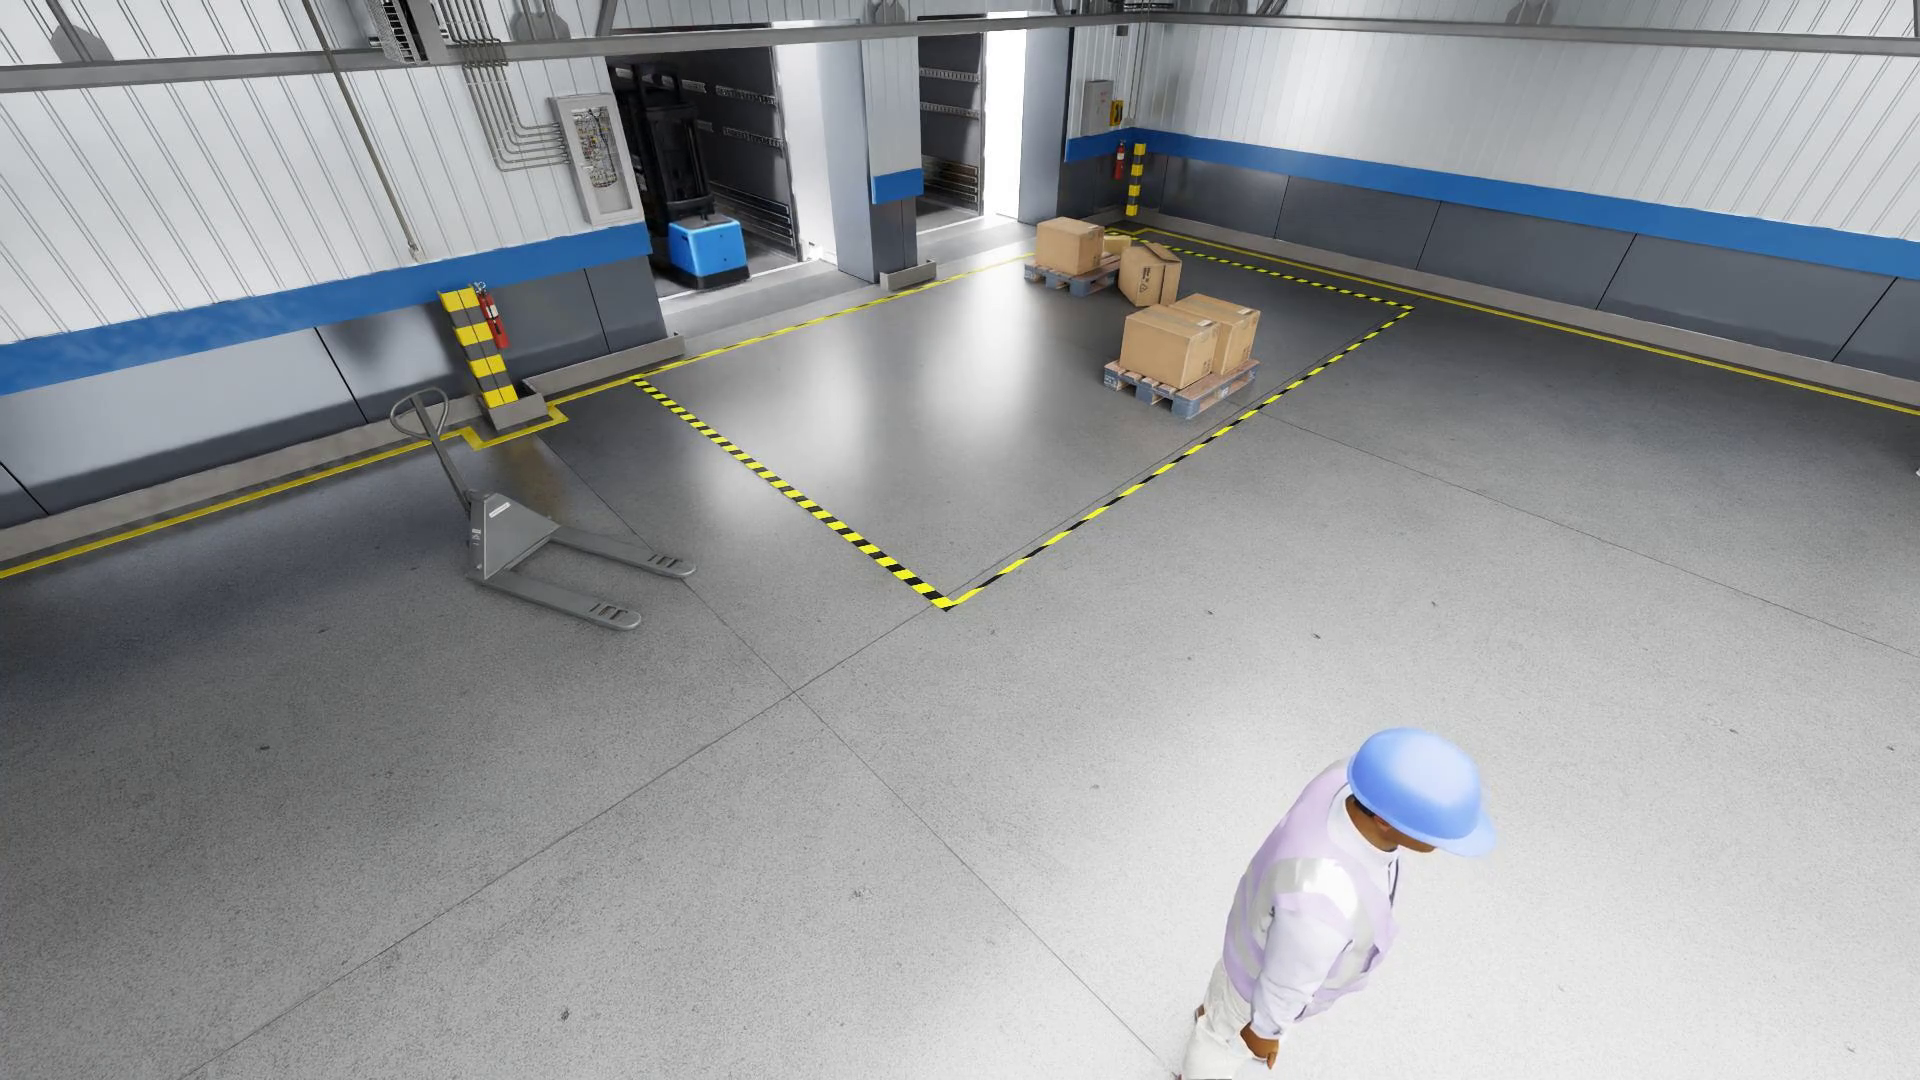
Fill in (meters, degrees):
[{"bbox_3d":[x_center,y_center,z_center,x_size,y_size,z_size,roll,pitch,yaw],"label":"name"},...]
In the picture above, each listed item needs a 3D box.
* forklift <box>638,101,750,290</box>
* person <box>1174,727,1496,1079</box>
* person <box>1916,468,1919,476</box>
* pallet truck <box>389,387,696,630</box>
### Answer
[{"bbox_3d":[-3.300,-4.245,9.110,0.716,2.013,0.776,-30,47,-33],"label":"forklift"},{"bbox_3d":[0.980,1.195,2.147,0.403,1.947,0.604,24,44,27],"label":"person"},{"bbox_3d":[7.925,-1.144,5.340,0.492,1.742,0.308,2,38,3],"label":"person"},{"bbox_3d":[-2.613,-0.247,4.593,1.601,1.201,0.680,14,40,17],"label":"pallet truck"}]
